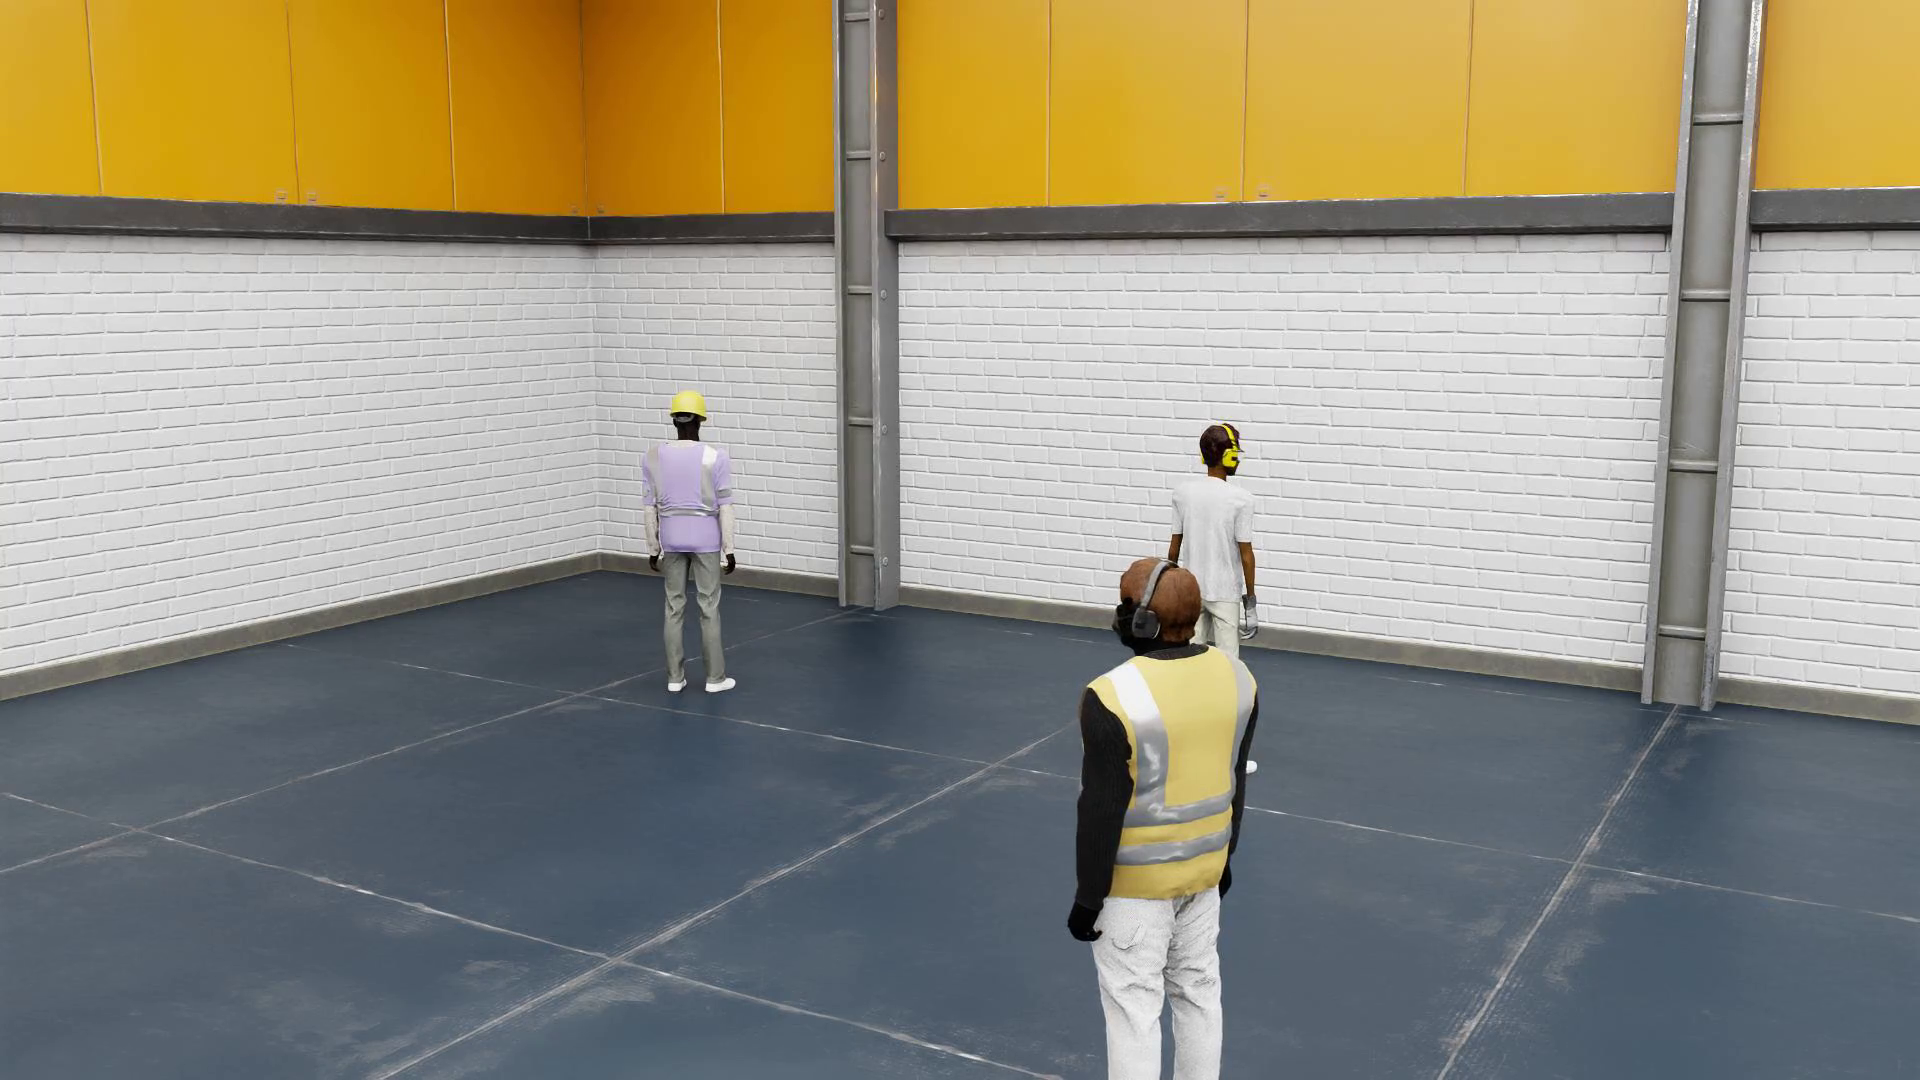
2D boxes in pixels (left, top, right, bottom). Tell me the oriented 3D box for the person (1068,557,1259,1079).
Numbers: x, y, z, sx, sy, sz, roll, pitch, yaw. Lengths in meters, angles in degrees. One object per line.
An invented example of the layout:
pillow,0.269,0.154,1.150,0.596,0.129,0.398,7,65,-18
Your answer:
person,0.560,0.961,4.833,0.633,1.846,0.429,-7,11,-37

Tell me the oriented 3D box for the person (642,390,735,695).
person,-1.691,0.021,10.468,0.586,1.920,0.379,1,9,8

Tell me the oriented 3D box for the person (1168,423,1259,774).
person,1.340,0.320,8.775,0.533,1.864,0.310,7,12,38
